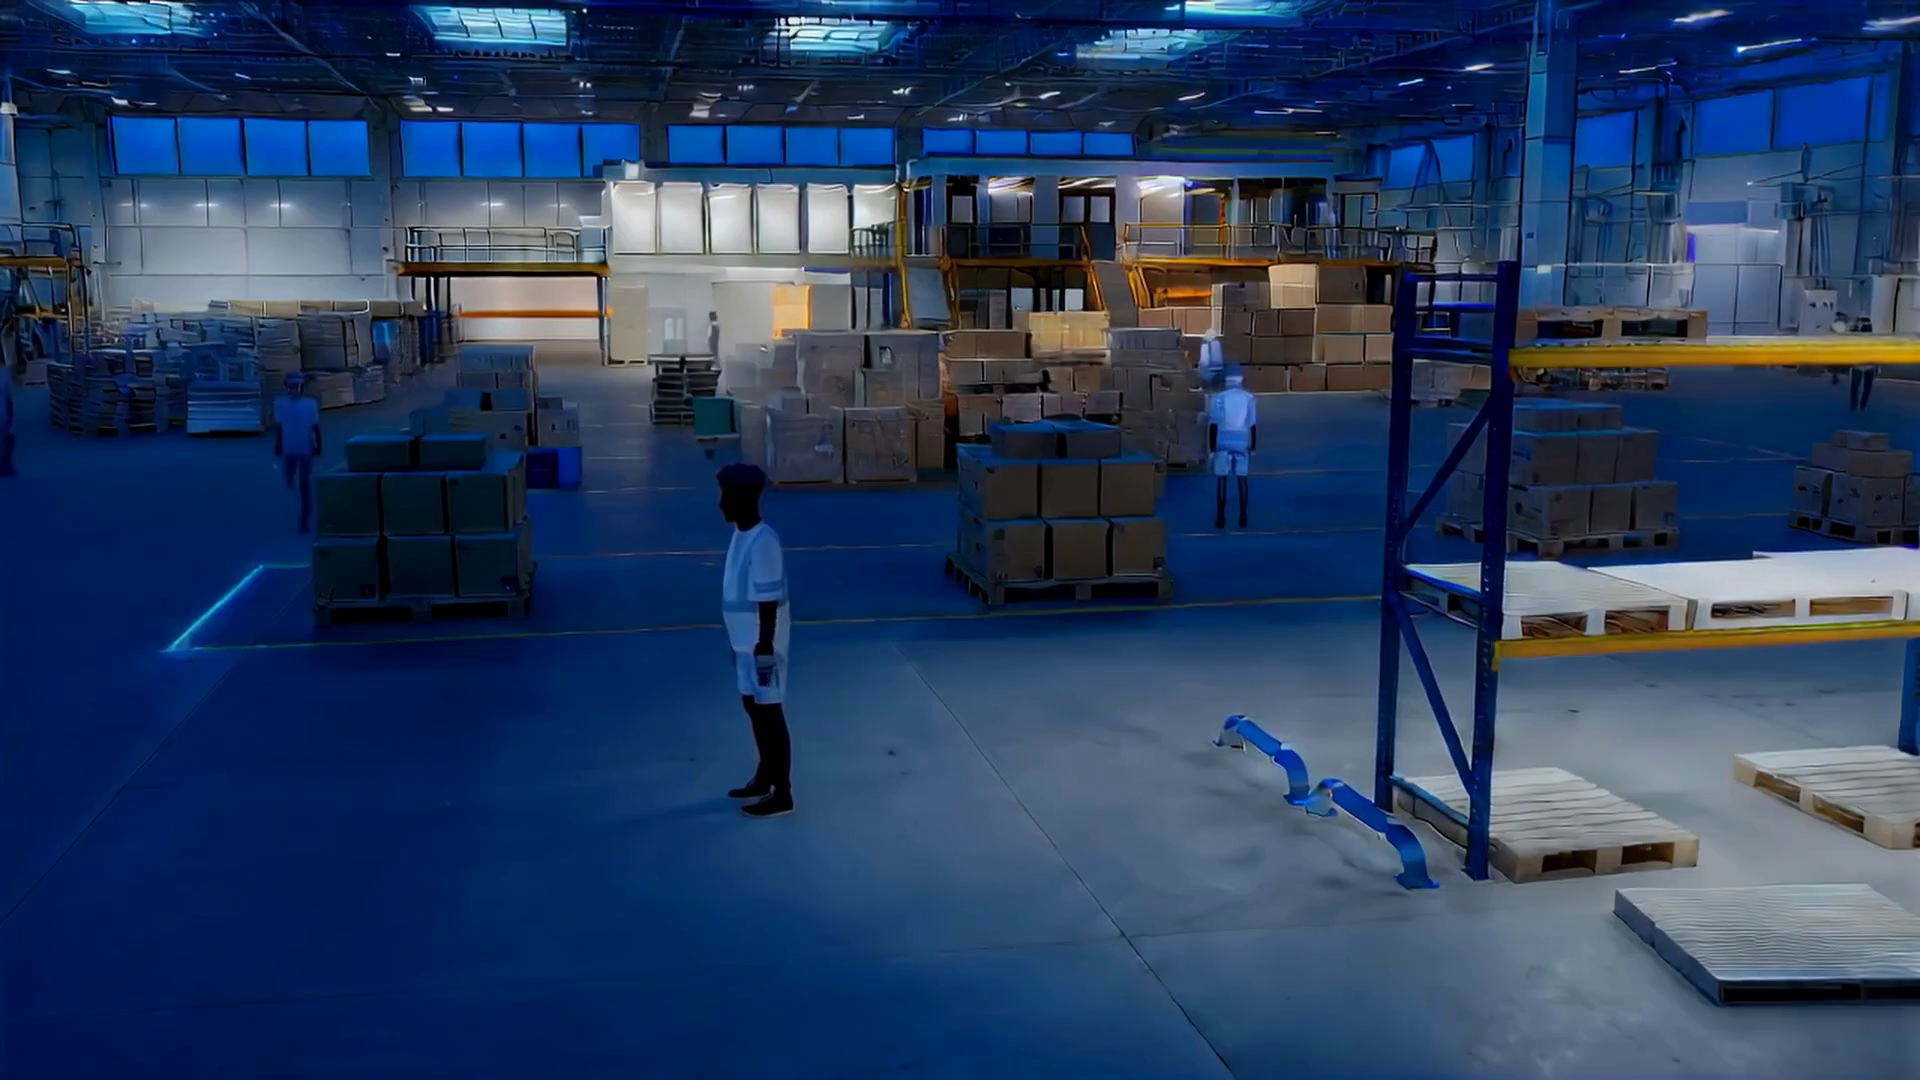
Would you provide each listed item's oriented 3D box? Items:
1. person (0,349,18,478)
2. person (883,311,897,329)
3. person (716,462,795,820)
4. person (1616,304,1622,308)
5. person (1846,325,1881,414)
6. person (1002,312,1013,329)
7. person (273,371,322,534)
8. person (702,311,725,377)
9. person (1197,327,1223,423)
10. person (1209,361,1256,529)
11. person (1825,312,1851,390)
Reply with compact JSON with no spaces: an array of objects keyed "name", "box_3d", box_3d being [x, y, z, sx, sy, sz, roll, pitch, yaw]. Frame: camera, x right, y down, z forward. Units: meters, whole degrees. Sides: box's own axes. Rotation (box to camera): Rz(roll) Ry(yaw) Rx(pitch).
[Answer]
[{"name":"person","box_3d":[-13.689,-1.813,23.618,0.556,1.919,0.527,-2,9,-9]},{"name":"person","box_3d":[-1.824,-4.936,42.728,0.839,1.889,0.598,4,10,25]},{"name":"person","box_3d":[-1.127,0.543,9.139,0.383,1.957,0.606,-4,10,-21]},{"name":"person","box_3d":[21.000,-6.613,53.091,0.627,1.845,0.429,7,11,35]},{"name":"person","box_3d":[18.515,-3.493,34.100,0.634,1.841,0.429,4,10,22]},{"name":"person","box_3d":[1.328,-5.059,43.558,0.714,1.863,0.599,6,11,32]},{"name":"person","box_3d":[-7.542,-1.014,18.949,0.527,1.852,0.624,-1,9,-9]},{"name":"person","box_3d":[-6.830,-5.417,45.931,0.959,1.806,0.511,5,11,29]},{"name":"person","box_3d":[4.746,-3.180,32.084,0.677,1.862,0.615,8,12,41]},{"name":"person","box_3d":[3.127,-1.090,19.179,0.542,1.928,0.400,-1,9,-4]},{"name":"person","box_3d":[21.589,-4.673,41.078,0.639,1.896,0.965,1,9,3]}]
